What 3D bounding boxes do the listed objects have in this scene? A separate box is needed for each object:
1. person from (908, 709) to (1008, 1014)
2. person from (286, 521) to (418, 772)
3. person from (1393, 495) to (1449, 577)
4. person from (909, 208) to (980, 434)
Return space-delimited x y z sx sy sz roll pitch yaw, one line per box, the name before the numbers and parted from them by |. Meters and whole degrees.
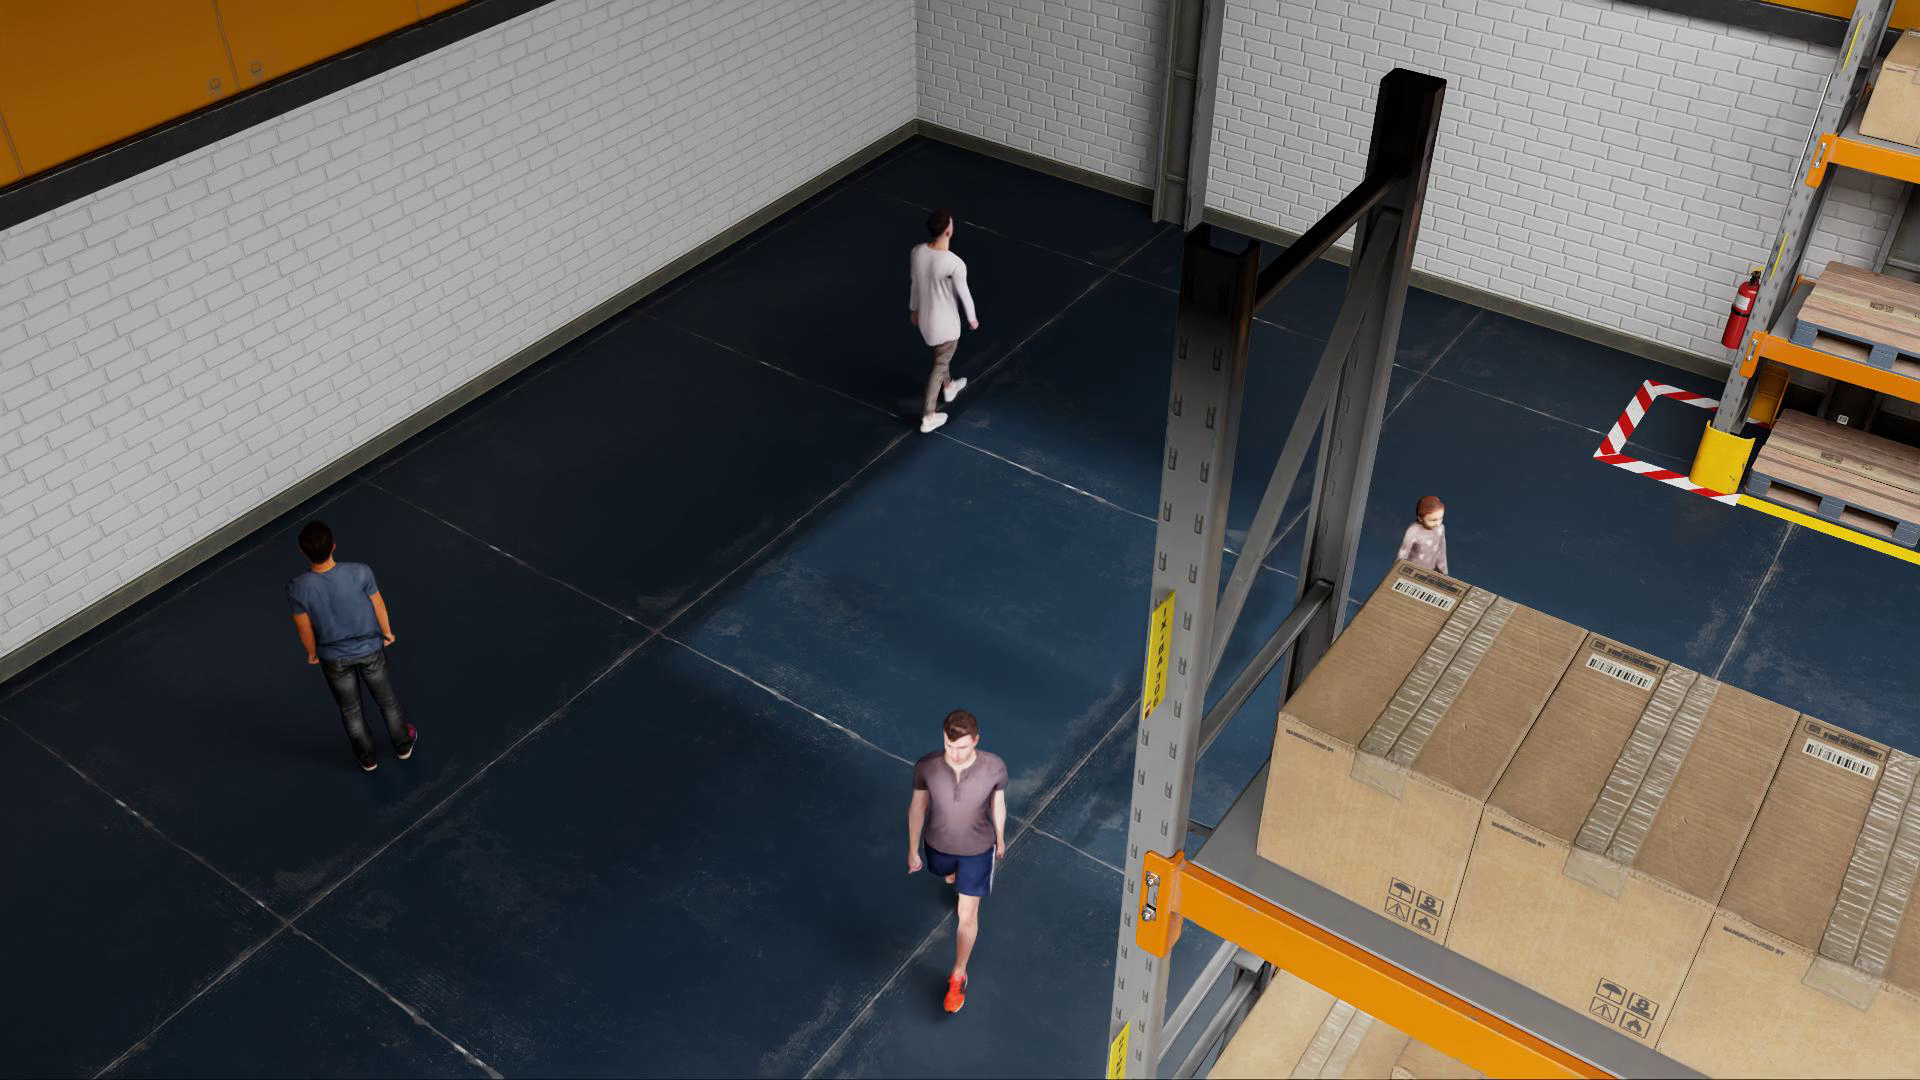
person | 0.014 1.514 8.688 1.235 1.810 1.085 5 39 7
person | -3.591 0.627 9.799 0.735 1.810 0.736 -15 41 -18
person | 2.951 0.163 10.895 0.719 1.168 0.869 -17 42 -21
person | -0.204 -1.633 12.628 0.926 1.810 0.807 31 48 33
